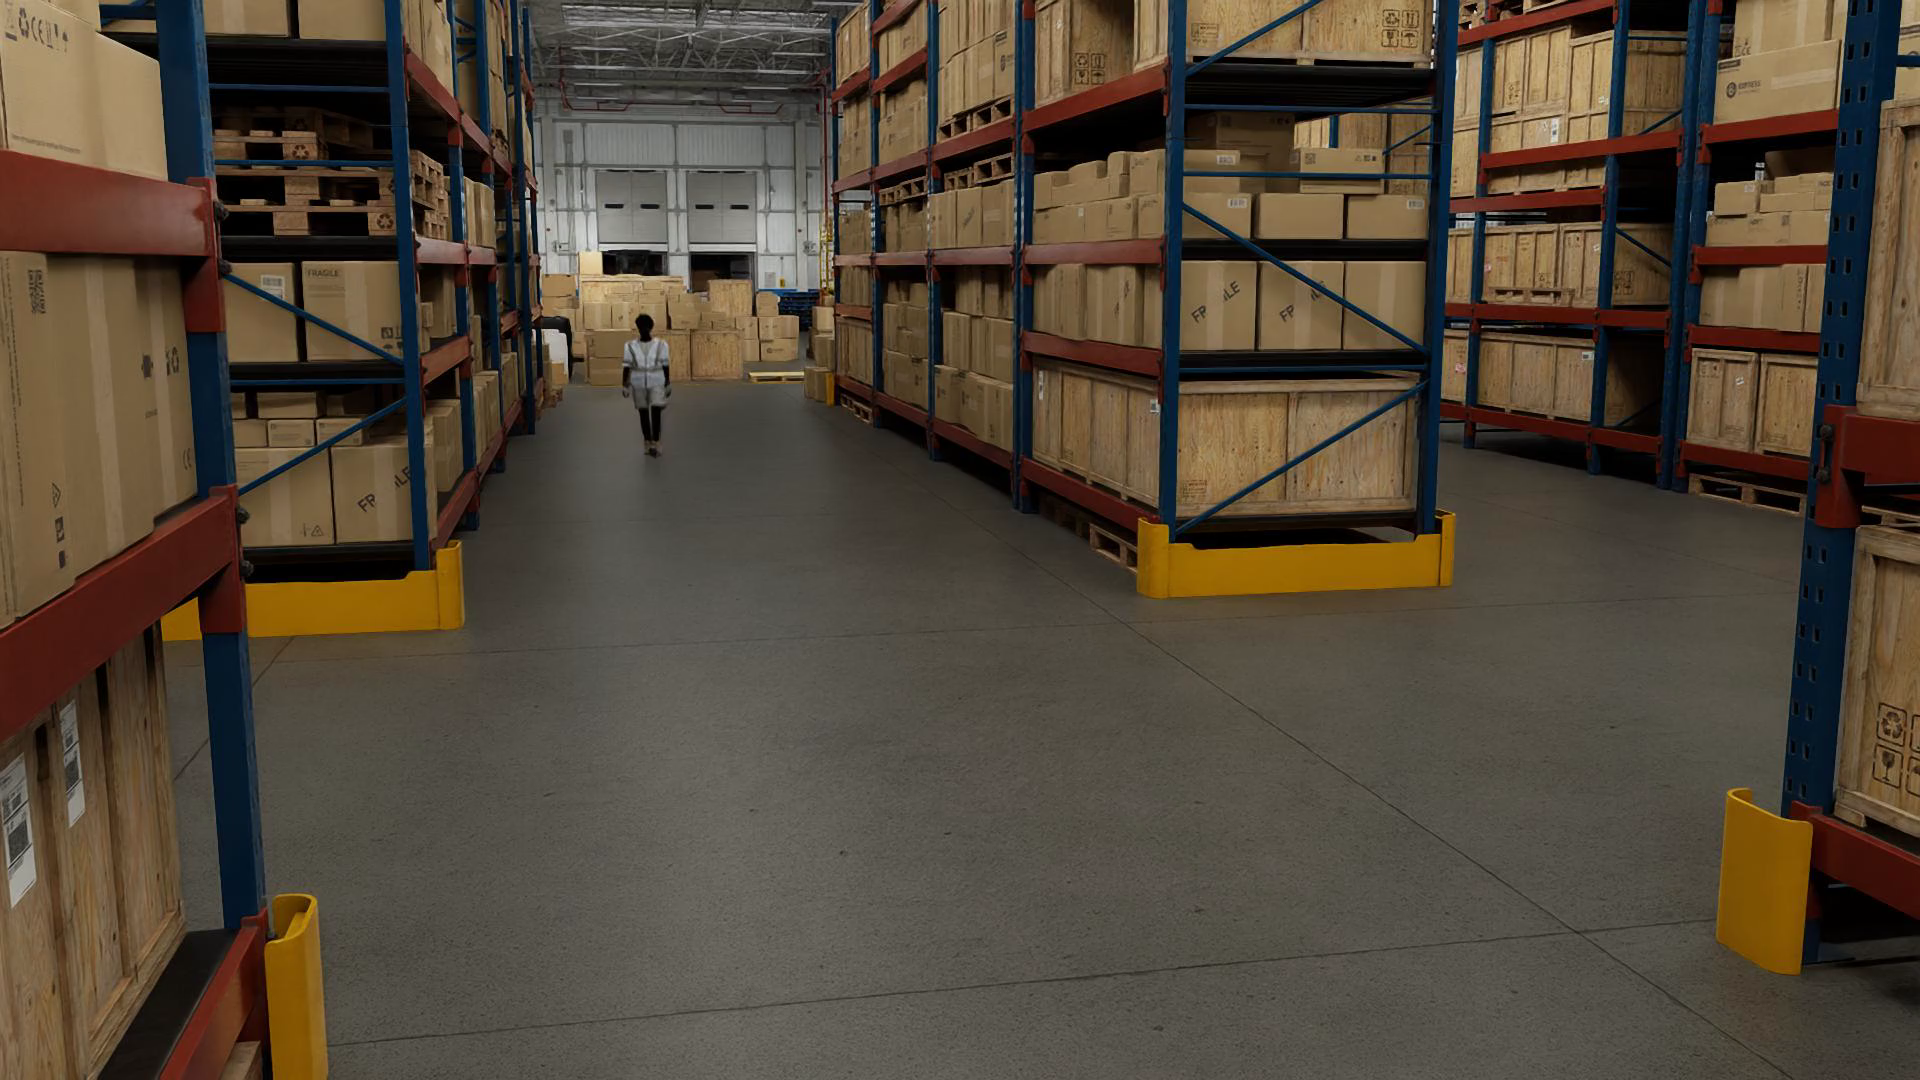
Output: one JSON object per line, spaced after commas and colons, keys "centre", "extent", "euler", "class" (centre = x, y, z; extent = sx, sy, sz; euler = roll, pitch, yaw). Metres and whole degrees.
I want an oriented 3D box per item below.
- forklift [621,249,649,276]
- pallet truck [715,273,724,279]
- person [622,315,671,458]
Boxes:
{"centre": [-11.119, -8.584, 57.144], "extent": [1.129, 2.768, 1.873], "euler": [-7, 12, -38], "class": "forklift"}
{"centre": [-8.580, -8.986, 62.280], "extent": [1.885, 1.965, 0.823], "euler": [1, 9, 5], "class": "pallet truck"}
{"centre": [-3.666, -1.782, 19.396], "extent": [0.553, 1.648, 0.861], "euler": [0, 9, -3], "class": "person"}
